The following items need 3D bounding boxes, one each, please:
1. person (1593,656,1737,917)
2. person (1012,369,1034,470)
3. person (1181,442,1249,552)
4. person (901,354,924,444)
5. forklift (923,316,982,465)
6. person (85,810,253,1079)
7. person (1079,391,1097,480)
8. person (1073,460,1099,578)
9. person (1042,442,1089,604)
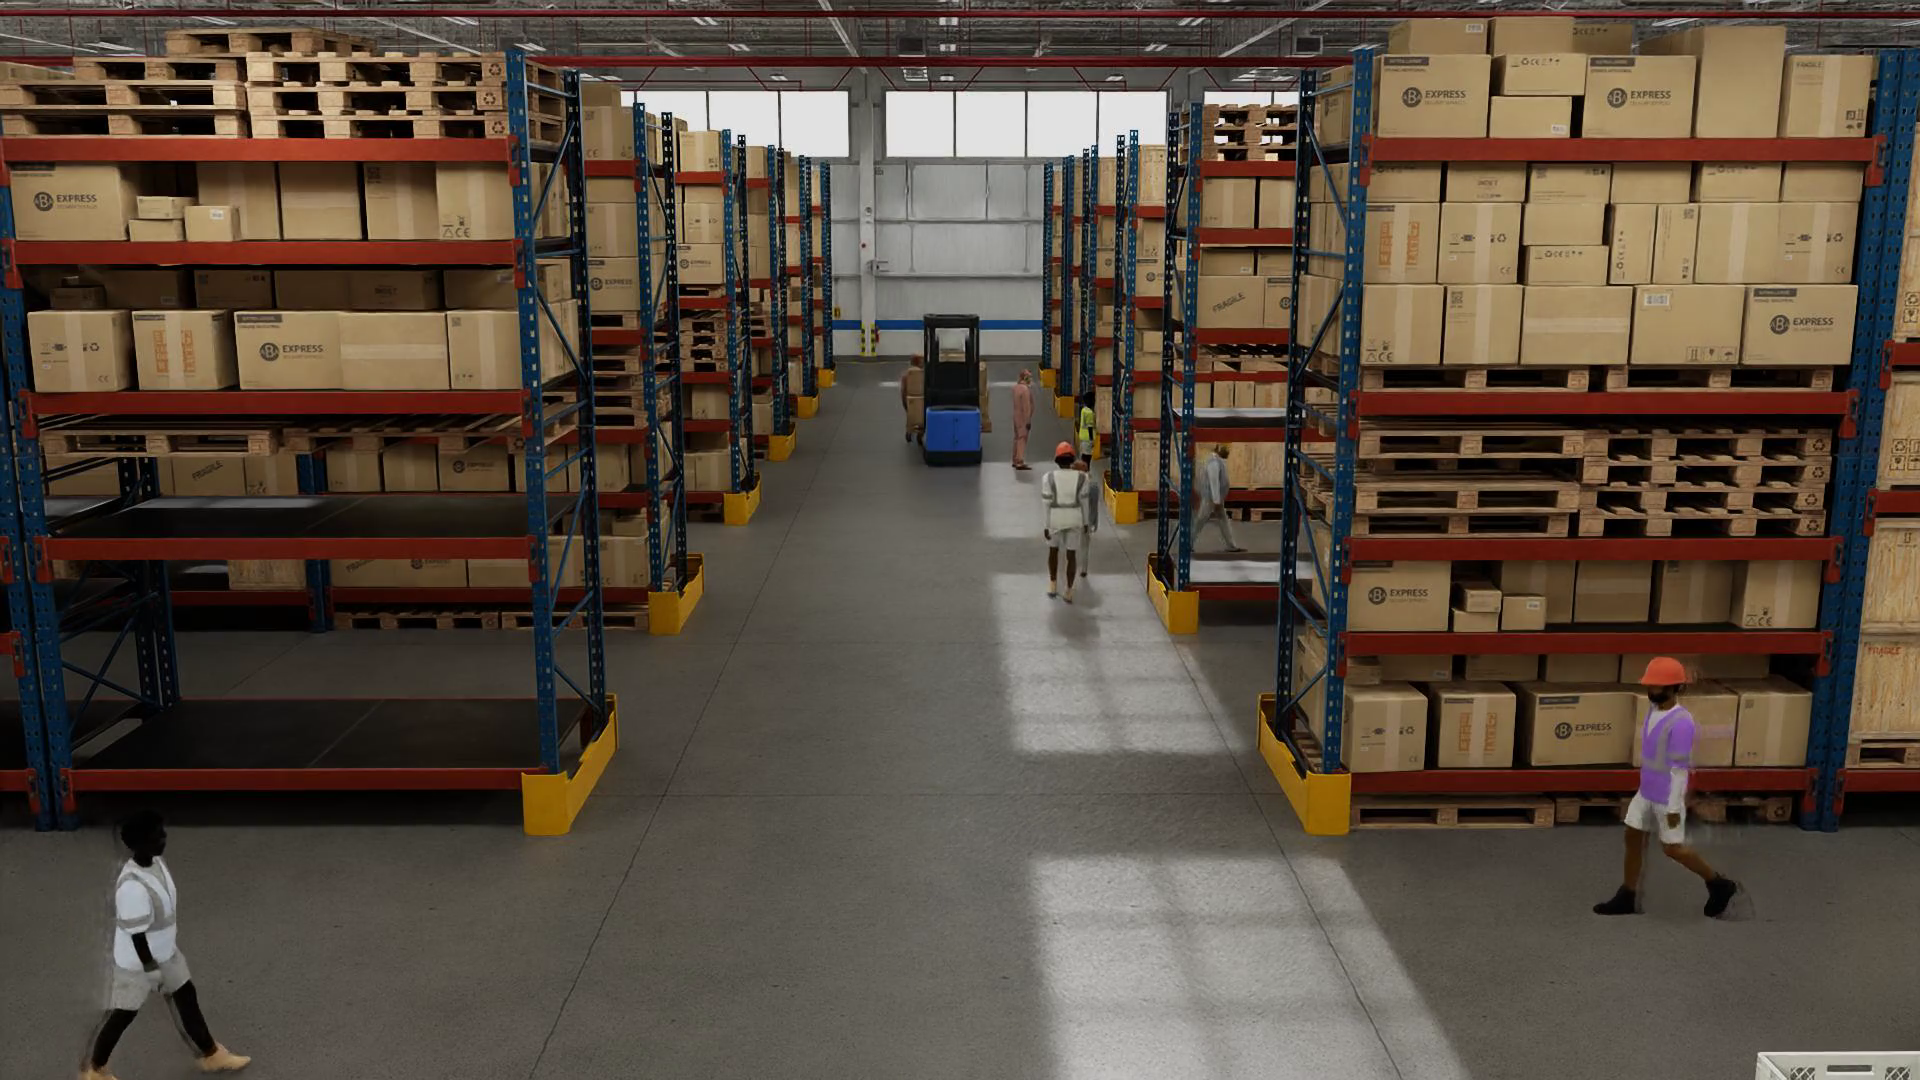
[{"bbox_3d":[4.964,1.730,11.570,0.878,1.909,0.548,0,11,-1],"label":"person"},{"bbox_3d":[1.209,-2.283,31.482,0.397,1.899,0.643,-3,12,-13],"label":"person"},{"bbox_3d":[3.602,-0.609,23.506,0.952,1.767,0.635,4,12,18],"label":"person"},{"bbox_3d":[-0.924,-2.965,34.934,0.646,1.864,0.861,-1,11,-4],"label":"person"},{"bbox_3d":[-0.151,-2.945,32.297,1.129,2.768,1.873,0,11,-2],"label":"forklift"},{"bbox_3d":[-4.550,2.307,9.332,0.883,1.648,0.546,-2,12,-8],"label":"person"},{"bbox_3d":[2.280,-1.794,29.531,0.316,1.698,0.540,-2,12,-8],"label":"person"},{"bbox_3d":[1.590,-0.249,22.081,0.506,1.614,0.622,1,11,6],"label":"person"},{"bbox_3d":[1.327,-0.238,21.042,0.621,2.010,0.798,0,11,-2],"label":"person"}]
